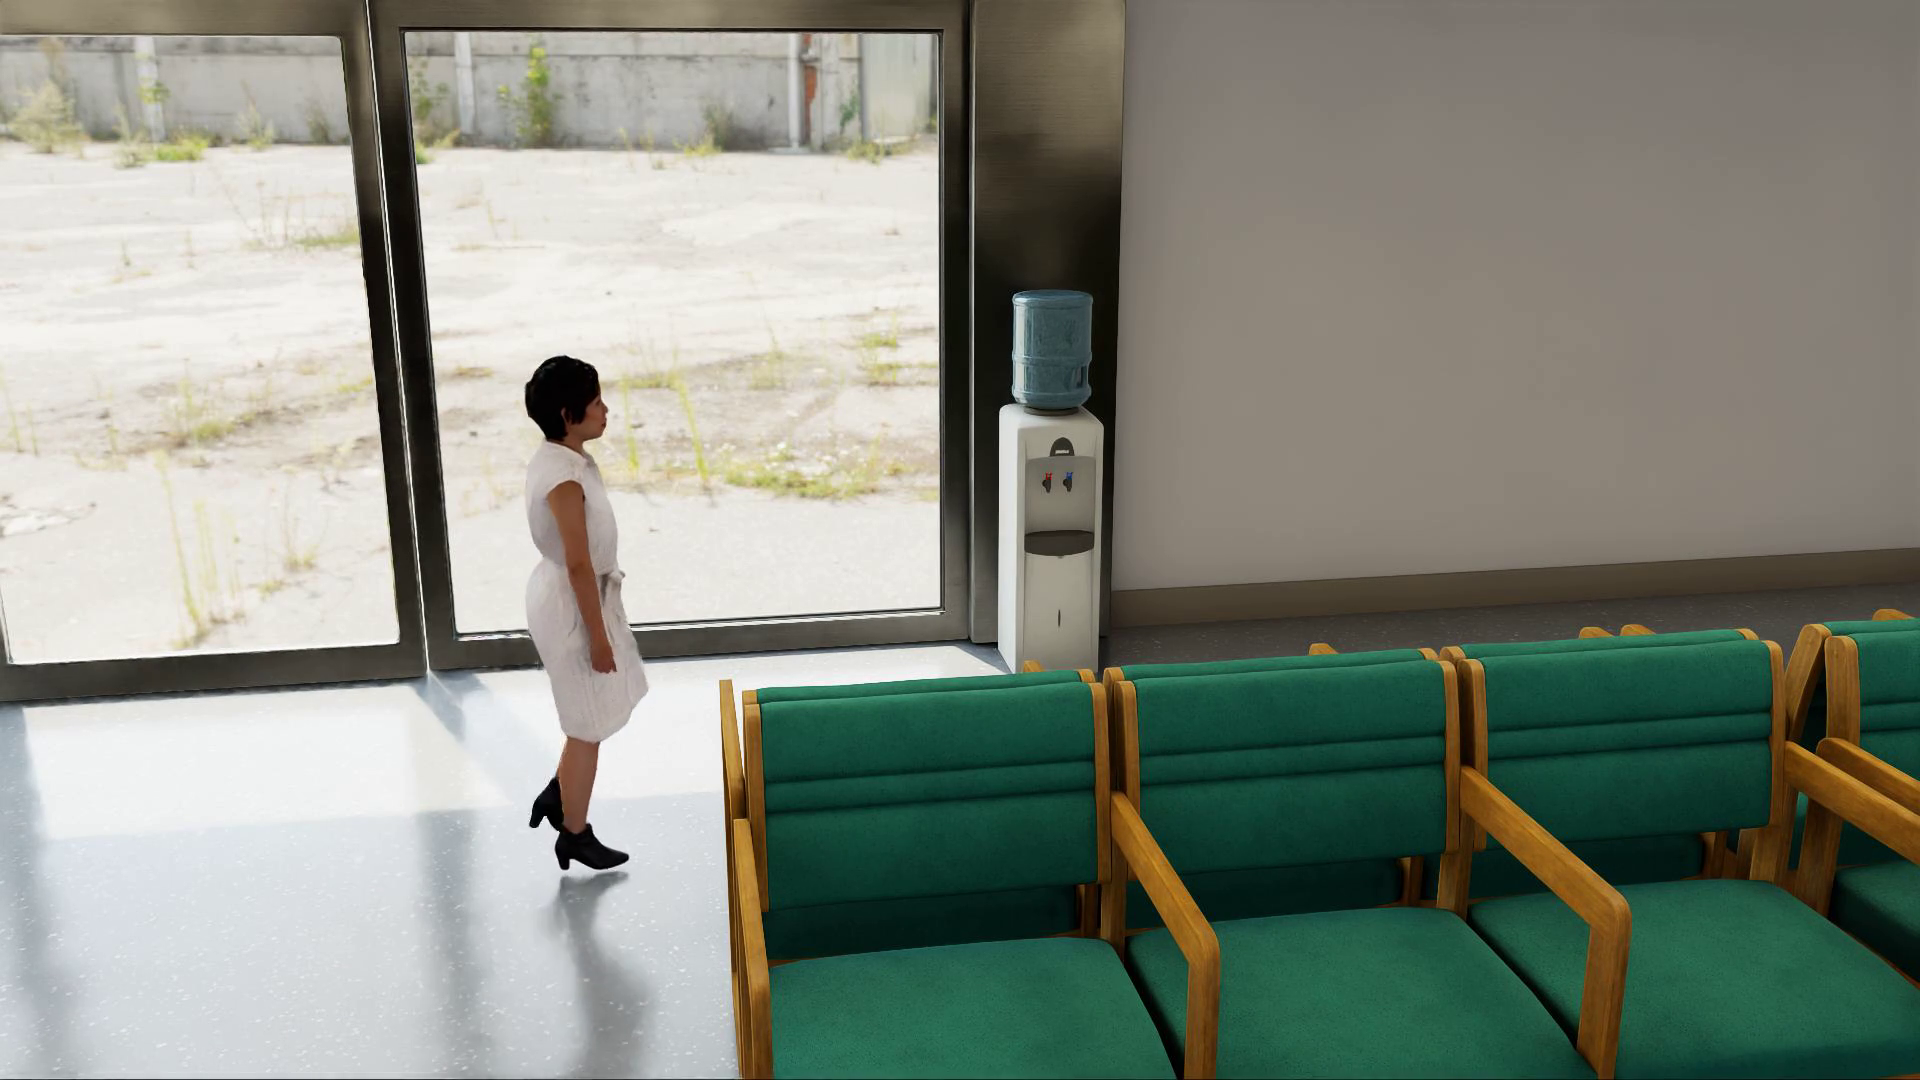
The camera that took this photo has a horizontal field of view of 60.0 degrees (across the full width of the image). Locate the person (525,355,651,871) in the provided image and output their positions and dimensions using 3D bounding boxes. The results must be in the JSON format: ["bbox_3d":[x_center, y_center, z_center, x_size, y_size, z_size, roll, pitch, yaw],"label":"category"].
[{"bbox_3d":[-1.178,0.245,4.791,0.683,1.543,0.592,-6,17,-19],"label":"person"}]
